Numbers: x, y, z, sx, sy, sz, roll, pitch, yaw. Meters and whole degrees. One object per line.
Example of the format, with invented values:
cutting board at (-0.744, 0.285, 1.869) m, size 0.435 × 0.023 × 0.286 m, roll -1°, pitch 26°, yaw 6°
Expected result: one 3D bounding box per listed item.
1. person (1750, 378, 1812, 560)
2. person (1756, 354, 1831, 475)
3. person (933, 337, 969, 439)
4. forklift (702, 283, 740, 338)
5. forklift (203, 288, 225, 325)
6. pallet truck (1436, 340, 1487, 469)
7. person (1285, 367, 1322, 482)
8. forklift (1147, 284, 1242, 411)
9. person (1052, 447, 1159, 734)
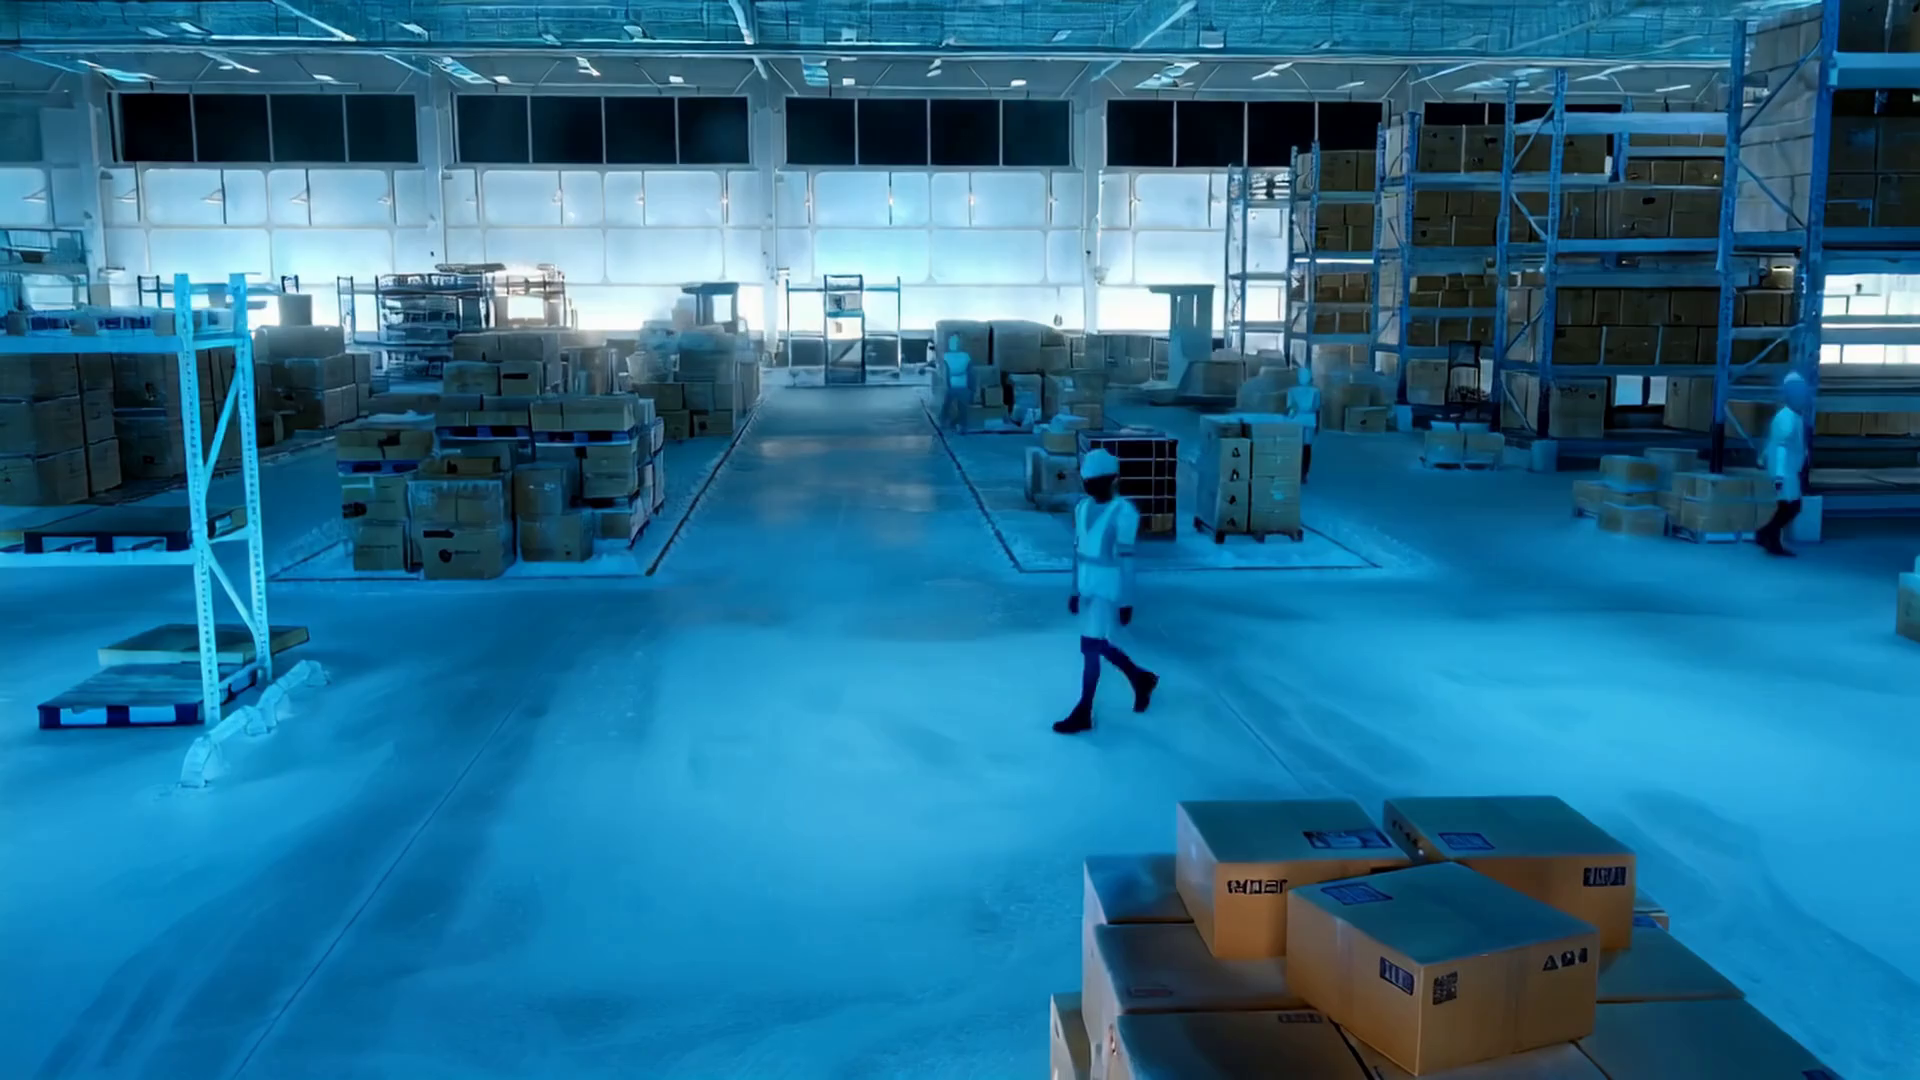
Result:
person at (8.749, -0.743, 17.590) m, size 0.416 × 1.947 × 0.633 m, roll 6°, pitch 11°, yaw 32°
person at (12.224, -1.788, 24.407) m, size 1.041 × 1.887 × 0.650 m, roll 1°, pitch 9°, yaw 8°
person at (-0.128, -2.823, 30.914) m, size 0.598 × 1.873 × 0.985 m, roll -5°, pitch 11°, yaw -31°
forklift at (-6.085, -5.194, 42.641) m, size 1.129 × 2.768 × 1.873 m, roll 3°, pitch 10°, yaw 21°
forklift at (-16.955, -4.460, 38.036) m, size 1.873 × 2.768 × 1.129 m, roll -4°, pitch 10°, yaw -23°
pallet truck at (8.004, -2.170, 26.422) m, size 0.823 × 1.965 × 1.885 m, roll 2°, pitch 9°, yaw 14°
person at (5.025, -1.683, 24.340) m, size 0.545 × 1.680 × 0.375 m, roll 1°, pitch 9°, yaw 5°
forklift at (5.328, -4.353, 37.365) m, size 1.873 × 2.768 × 1.129 m, roll 8°, pitch 12°, yaw 40°
person at (0.996, 0.315, 11.102) m, size 0.841 × 1.908 × 0.558 m, roll -6°, pitch 11°, yaw -32°
